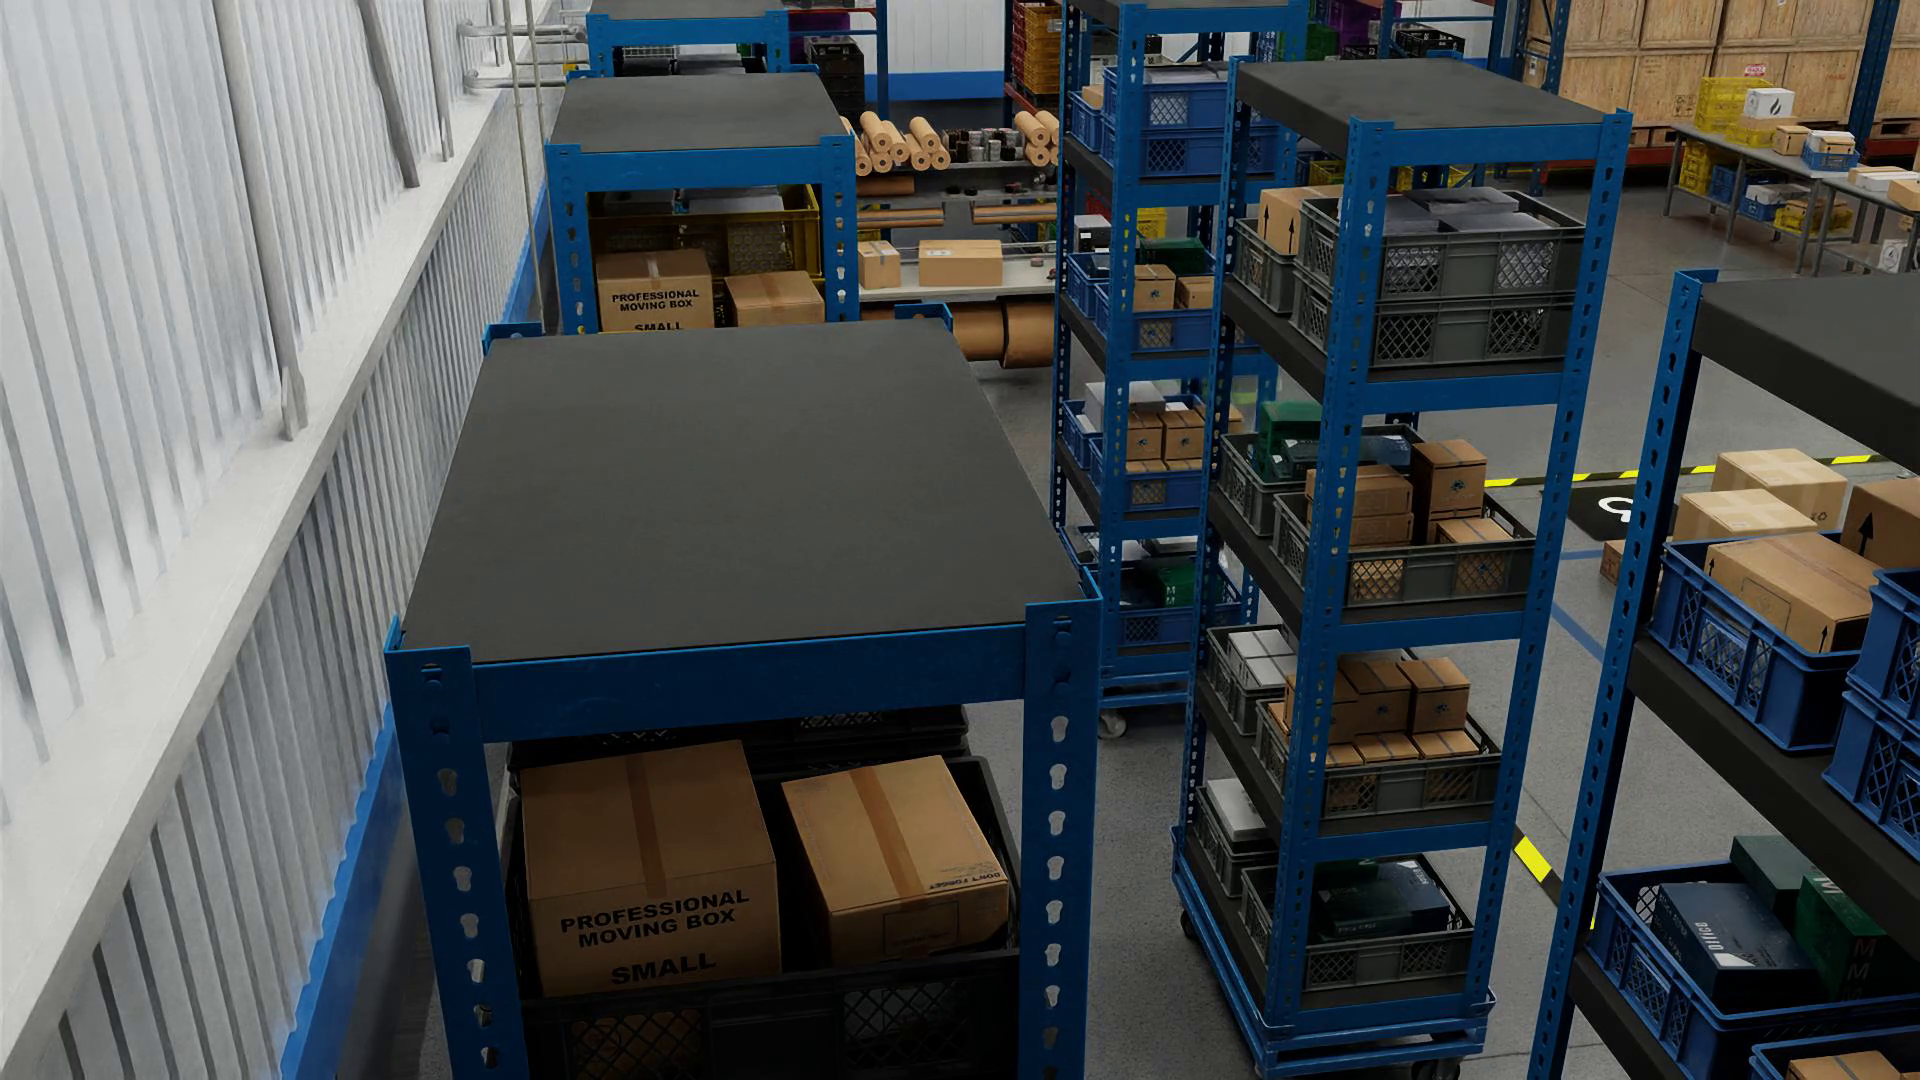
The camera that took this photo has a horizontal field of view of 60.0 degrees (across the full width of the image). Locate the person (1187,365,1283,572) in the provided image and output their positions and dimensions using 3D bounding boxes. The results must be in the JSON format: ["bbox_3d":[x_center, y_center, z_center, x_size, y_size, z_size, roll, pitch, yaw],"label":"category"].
[{"bbox_3d":[1.608,-0.665,9.861,0.616,1.837,0.429,-2,25,-5],"label":"person"}]

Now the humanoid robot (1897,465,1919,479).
[{"bbox_3d":[6.431,-1.147,10.873,0.735,1.677,0.533,-11,27,-22],"label":"humanoid robot"}]
